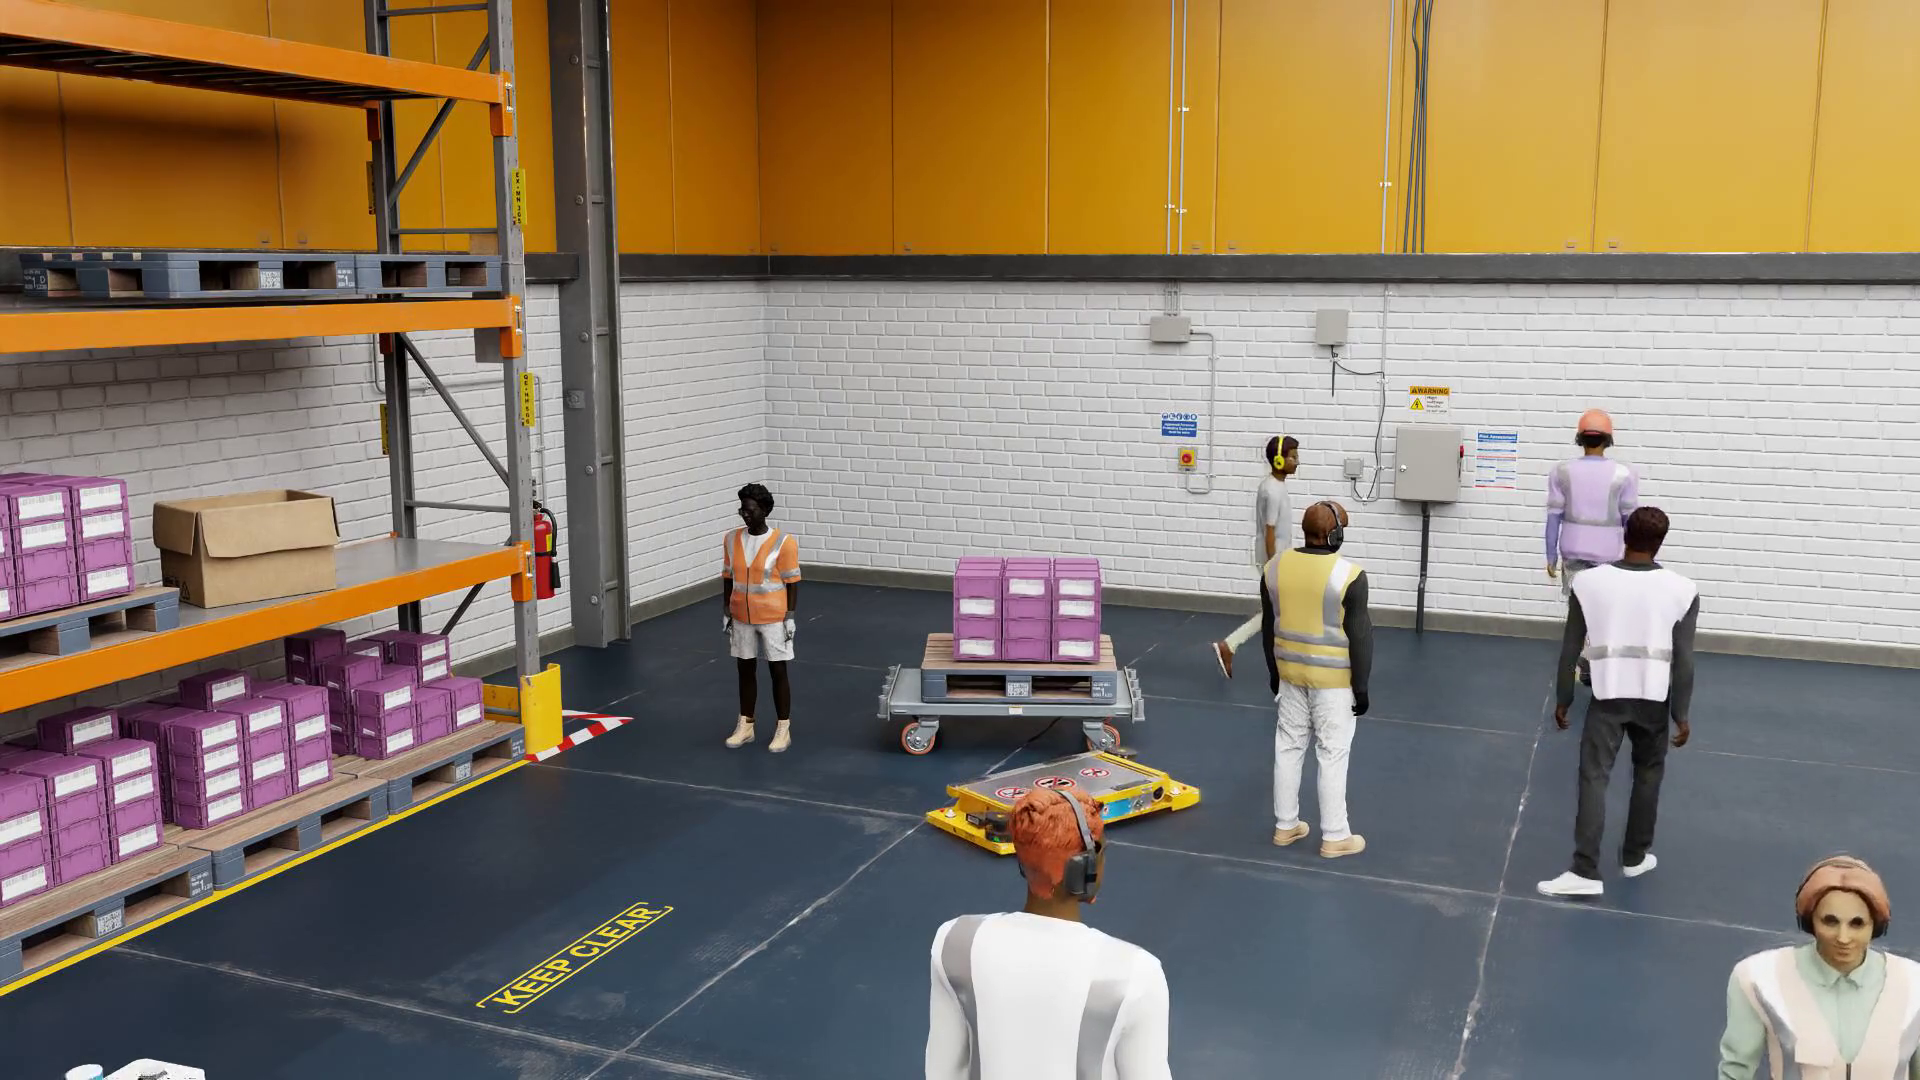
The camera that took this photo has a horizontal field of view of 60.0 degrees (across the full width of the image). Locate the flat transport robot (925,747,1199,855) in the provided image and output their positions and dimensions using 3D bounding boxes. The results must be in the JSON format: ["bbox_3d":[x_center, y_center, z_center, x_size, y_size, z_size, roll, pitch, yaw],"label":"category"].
[{"bbox_3d":[0.576,1.406,9.113,1.431,0.197,0.652,-7,12,-37],"label":"flat transport robot"}]

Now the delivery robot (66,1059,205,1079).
[{"bbox_3d":[-2.693,1.872,5.151,0.477,0.478,0.707,3,10,19],"label":"delivery robot"}]

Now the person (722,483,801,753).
[{"bbox_3d":[-1.253,0.484,10.389,0.540,1.695,0.317,4,10,22],"label":"person"}]

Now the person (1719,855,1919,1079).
[{"bbox_3d":[2.155,1.544,4.165,0.534,1.623,0.505,3,10,17],"label":"person"}]

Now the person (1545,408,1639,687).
[{"bbox_3d":[4.483,0.076,11.860,0.622,2.031,0.666,5,11,29],"label":"person"}]

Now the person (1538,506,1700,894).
[{"bbox_3d":[3.210,0.796,8.088,0.662,1.853,0.734,3,10,20],"label":"person"}]

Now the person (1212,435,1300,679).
[{"bbox_3d":[2.213,0.162,11.892,0.691,1.850,0.536,1,9,6],"label":"person"}]

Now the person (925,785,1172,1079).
[{"bbox_3d":[0.207,1.480,3.789,0.584,1.881,0.337,4,10,24],"label":"person"}]

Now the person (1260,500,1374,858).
[{"bbox_3d":[1.856,0.710,8.587,0.627,1.844,0.429,9,13,43],"label":"person"}]
